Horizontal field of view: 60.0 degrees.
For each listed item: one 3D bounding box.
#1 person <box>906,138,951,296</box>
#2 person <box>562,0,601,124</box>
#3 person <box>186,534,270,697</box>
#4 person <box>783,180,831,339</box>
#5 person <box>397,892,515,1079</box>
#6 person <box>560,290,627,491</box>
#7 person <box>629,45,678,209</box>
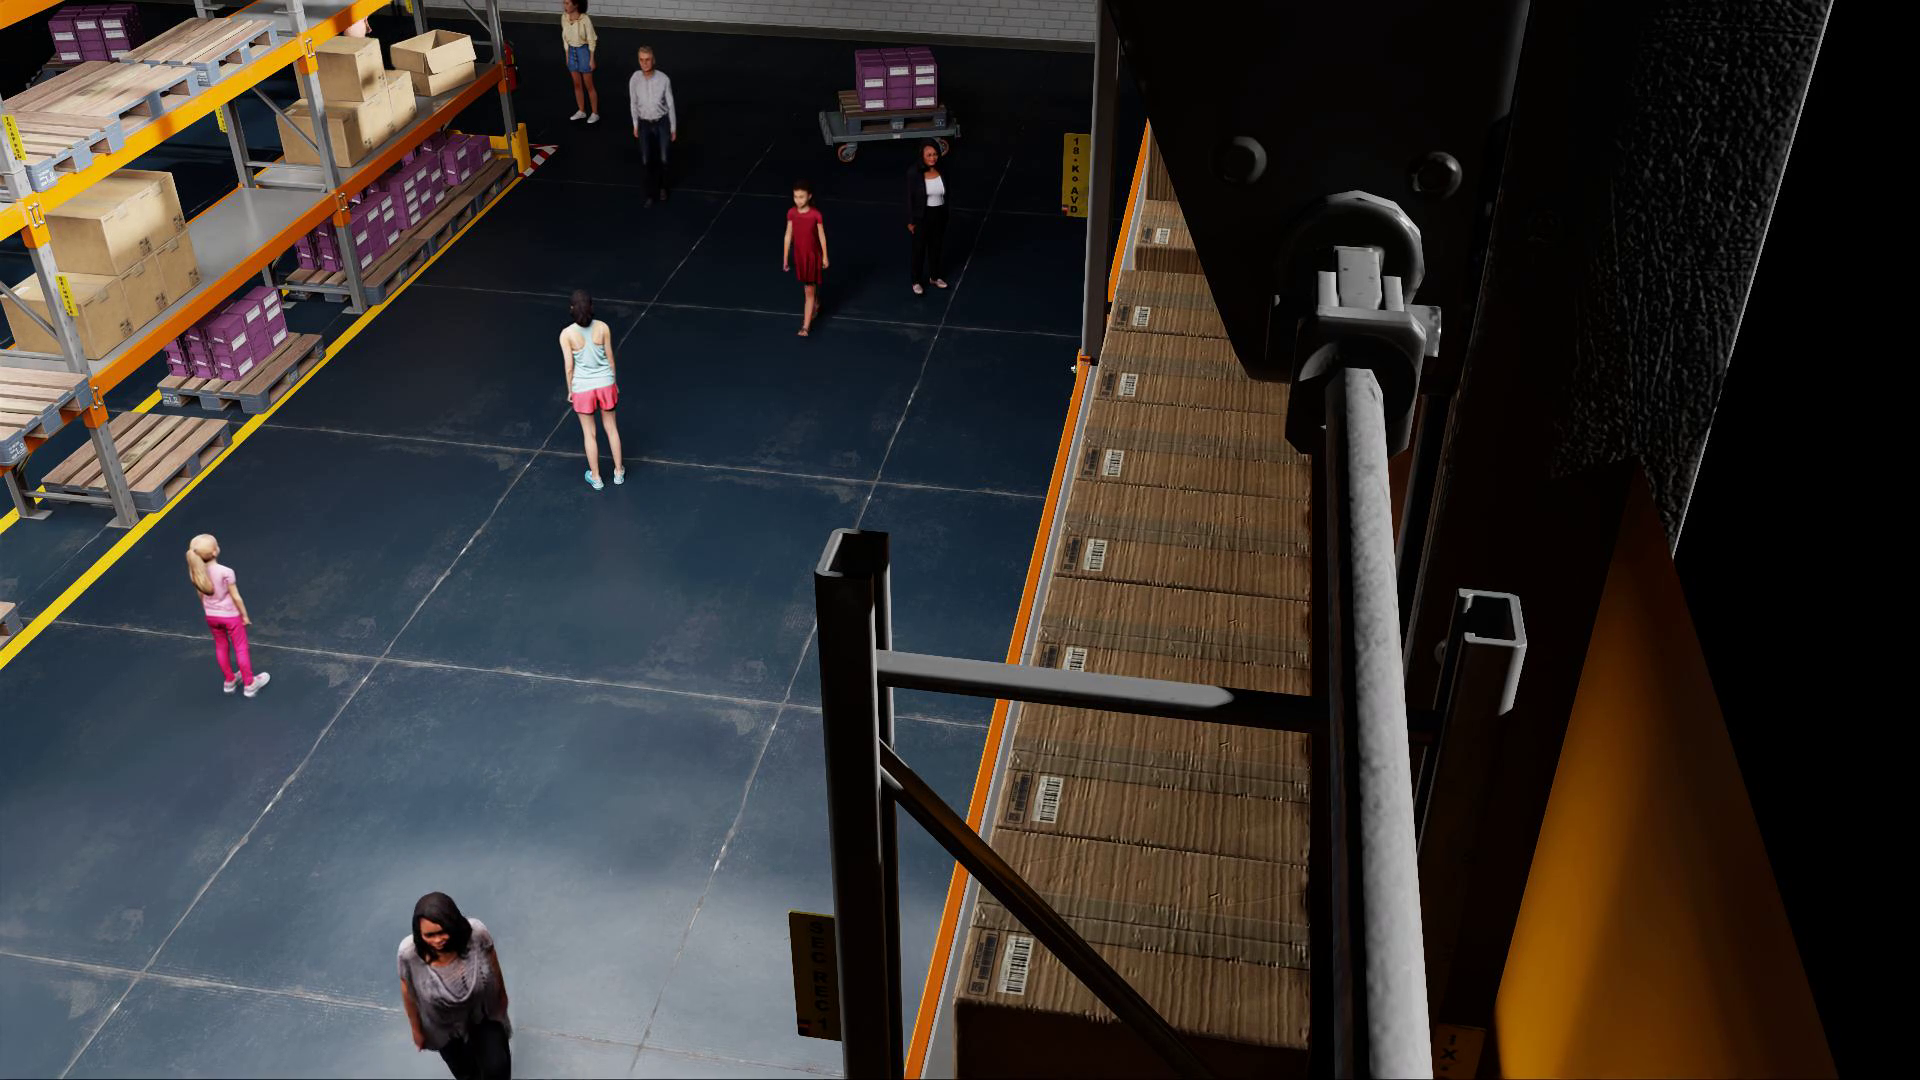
[{"bbox_3d":[-0.320,-3.279,16.781,0.774,1.616,0.825,-19,38,-26],"label":"person"},{"bbox_3d":[-4.788,-6.105,21.019,0.691,1.630,0.642,15,37,22],"label":"person"},{"bbox_3d":[-5.056,0.504,11.400,0.466,1.272,0.487,6,34,9],"label":"person"},{"bbox_3d":[-1.453,-2.771,16.114,0.635,1.508,1.063,9,35,13],"label":"person"},{"bbox_3d":[-2.527,2.304,8.406,0.794,1.588,0.866,-10,35,-15],"label":"person"},{"bbox_3d":[-2.989,-1.235,13.570,0.699,1.765,0.744,-14,36,-20],"label":"person"},{"bbox_3d":[-3.437,-4.712,18.766,0.780,1.804,0.930,-1,34,-2],"label":"person"}]
